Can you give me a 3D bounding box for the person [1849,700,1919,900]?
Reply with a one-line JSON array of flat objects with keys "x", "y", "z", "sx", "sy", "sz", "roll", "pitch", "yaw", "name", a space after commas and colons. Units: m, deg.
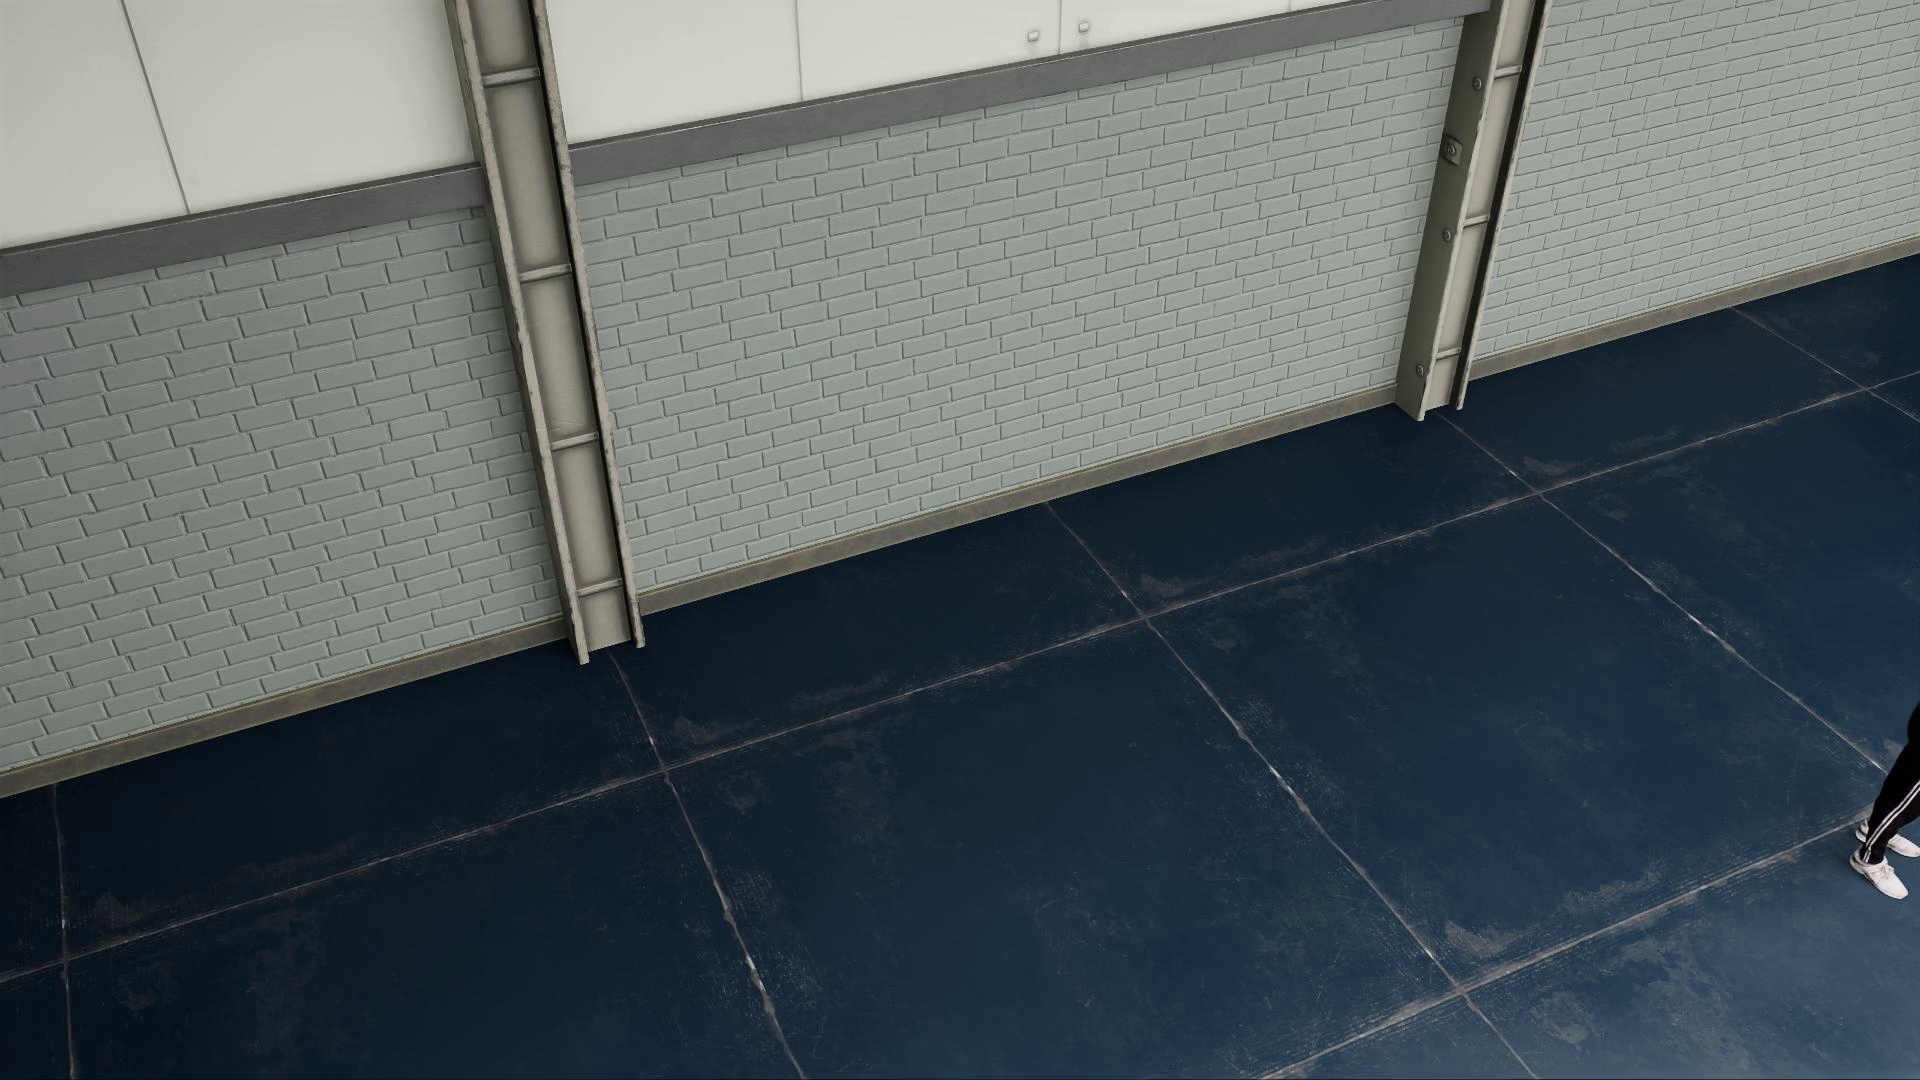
[{"x": 4.696, "y": 0.906, "z": 7.981, "sx": 0.798, "sy": 1.828, "sz": 0.674, "roll": 23, "pitch": 44, "yaw": 27, "name": "person"}]
